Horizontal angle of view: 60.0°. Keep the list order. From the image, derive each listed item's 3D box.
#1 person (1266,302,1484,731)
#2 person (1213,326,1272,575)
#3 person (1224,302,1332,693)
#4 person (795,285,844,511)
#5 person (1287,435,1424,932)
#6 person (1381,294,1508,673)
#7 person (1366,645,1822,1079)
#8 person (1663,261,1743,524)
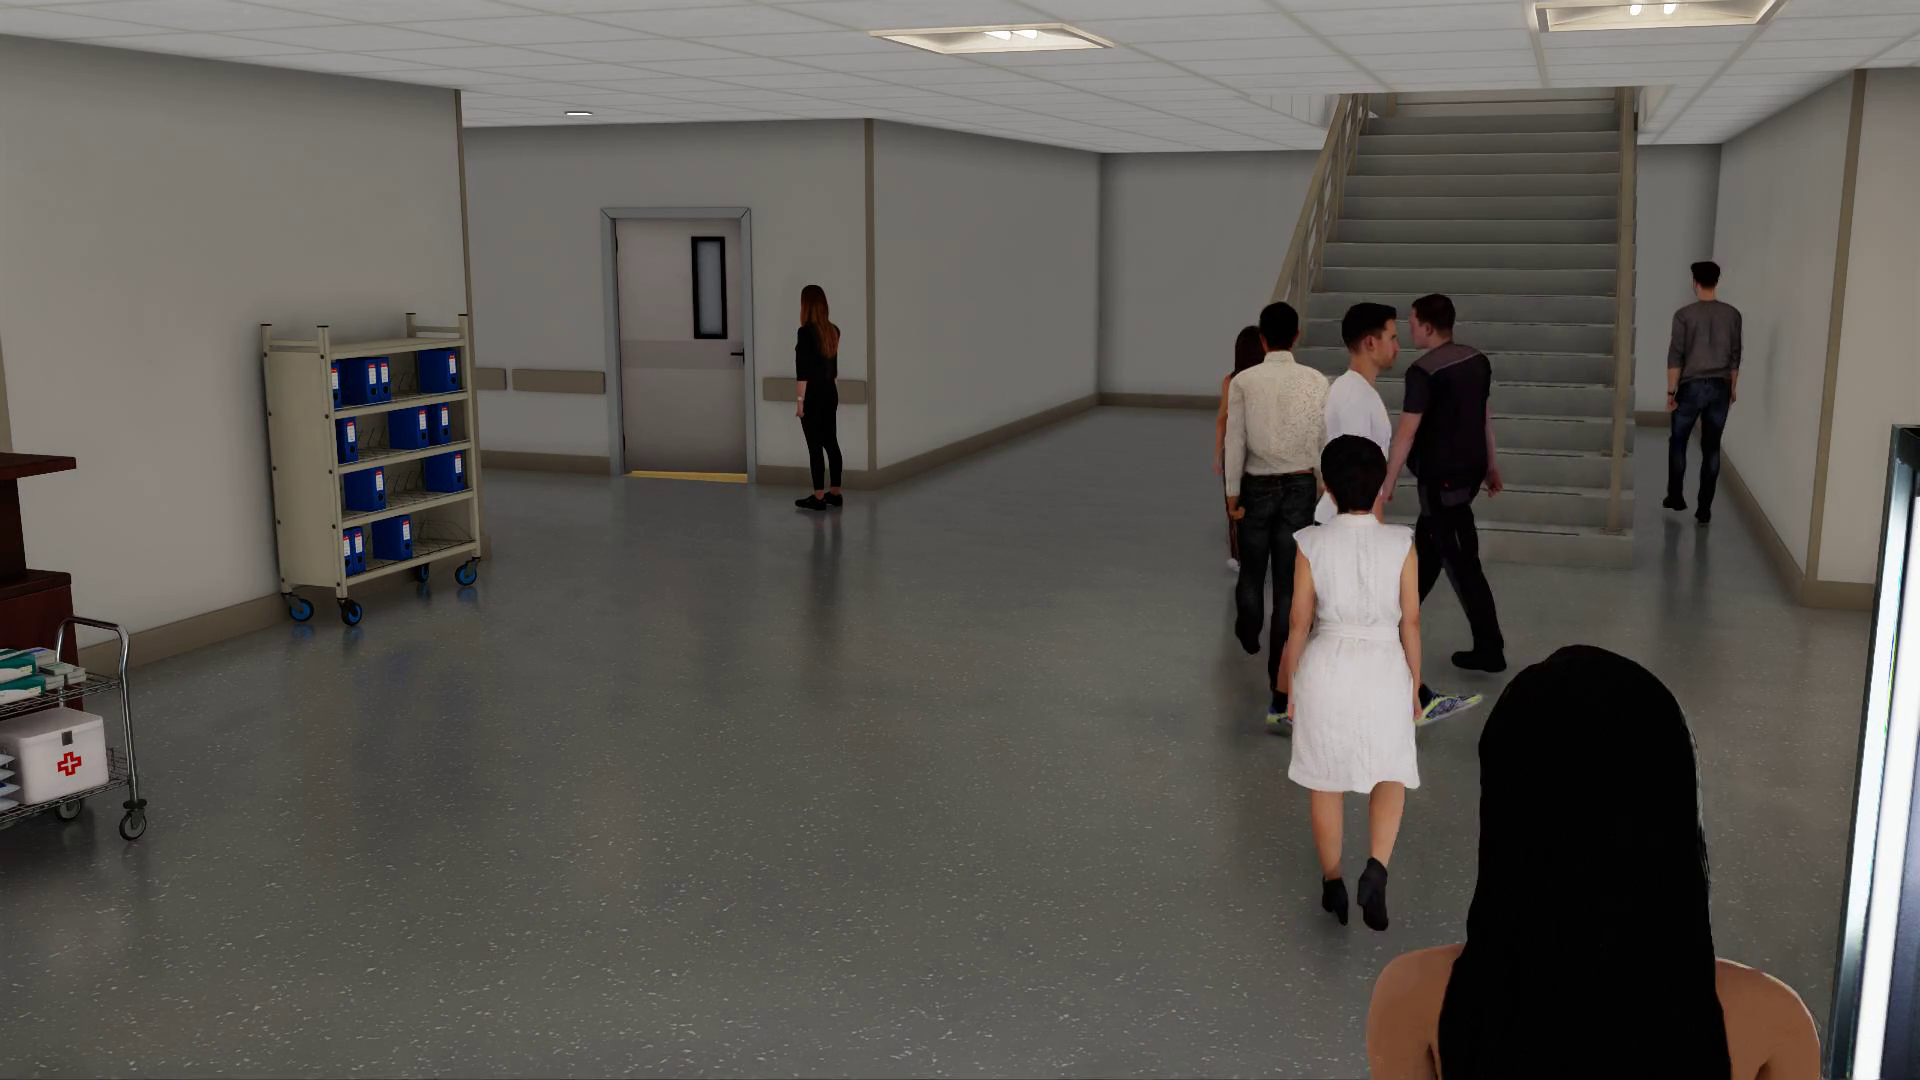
[{"bbox_3d":[1.537,-0.053,6.989,0.838,1.814,1.078,3,11,16],"label":"person"},{"bbox_3d":[1.790,-0.531,10.211,0.770,1.552,0.877,-2,11,-12],"label":"person"},{"bbox_3d":[1.490,-0.167,7.723,0.843,1.764,1.205,1,11,7],"label":"person"},{"bbox_3d":[-1.071,-1.103,12.801,0.704,1.710,0.565,8,13,36],"label":"person"},{"bbox_3d":[1.187,0.468,4.976,0.663,1.540,0.801,1,11,7],"label":"person"},{"bbox_3d":[2.427,-0.240,8.021,1.265,1.797,1.185,-9,14,-40],"label":"person"},{"bbox_3d":[0.593,0.995,1.607,0.672,1.761,0.738,2,11,12],"label":"person"},{"bbox_3d":[5.420,-1.051,12.083,0.767,1.876,0.968,3,11,15],"label":"person"}]
